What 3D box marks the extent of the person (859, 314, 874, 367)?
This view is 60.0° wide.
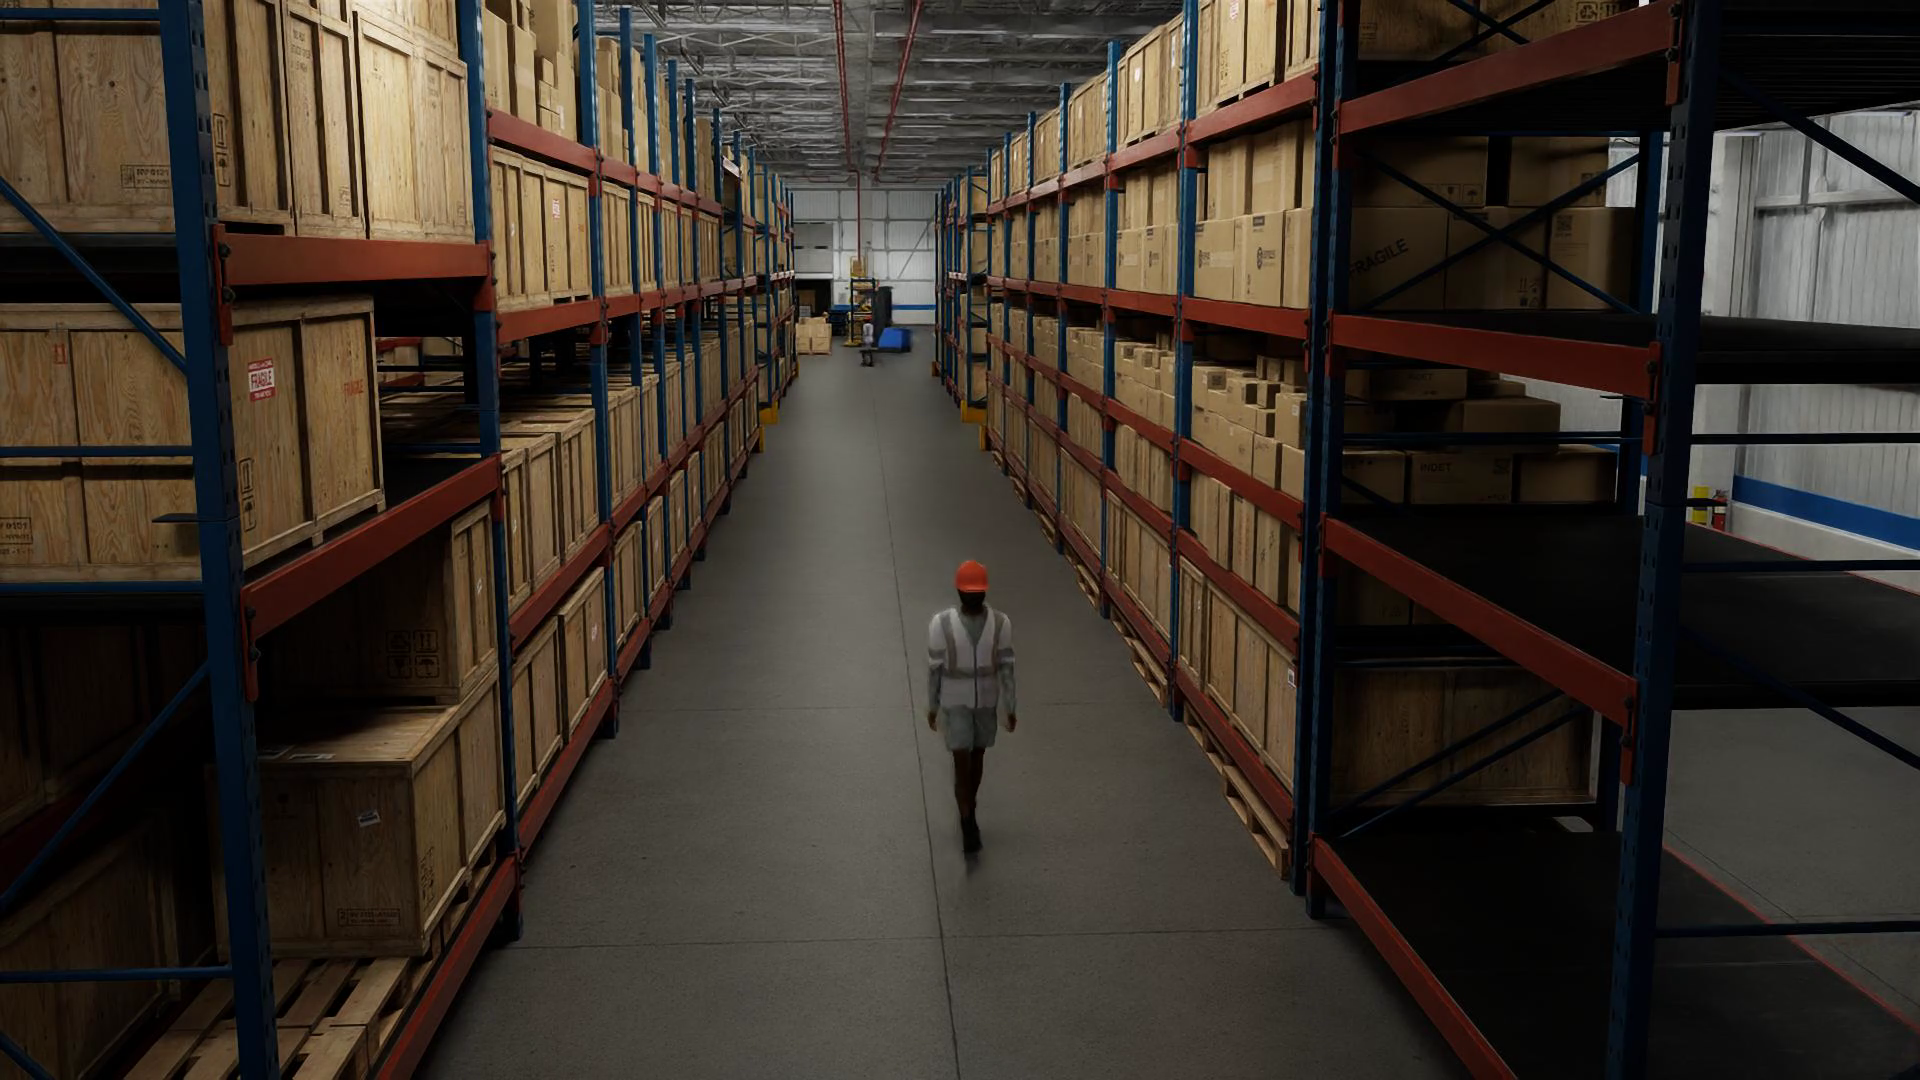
[{"bbox_3d":[-3.447,-7.302,60.946,0.724,1.909,0.575,6,11,30],"label":"person"}]

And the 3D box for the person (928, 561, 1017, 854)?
[{"bbox_3d":[0.107,1.091,10.869,0.569,1.896,0.930,-2,10,-12],"label":"person"}]

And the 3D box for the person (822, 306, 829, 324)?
[{"bbox_3d":[-6.581,-10.585,81.249,0.322,1.689,0.531,-4,10,-23],"label":"person"}]

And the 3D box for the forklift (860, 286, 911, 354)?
[{"bbox_3d":[-3.090,-9.148,69.113,1.873,2.768,1.129,3,10,19],"label":"forklift"}]

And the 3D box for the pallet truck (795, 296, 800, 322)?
[{"bbox_3d":[-8.622,-12.439,91.403,1.885,1.965,0.823,2,10,13],"label":"pallet truck"}]
